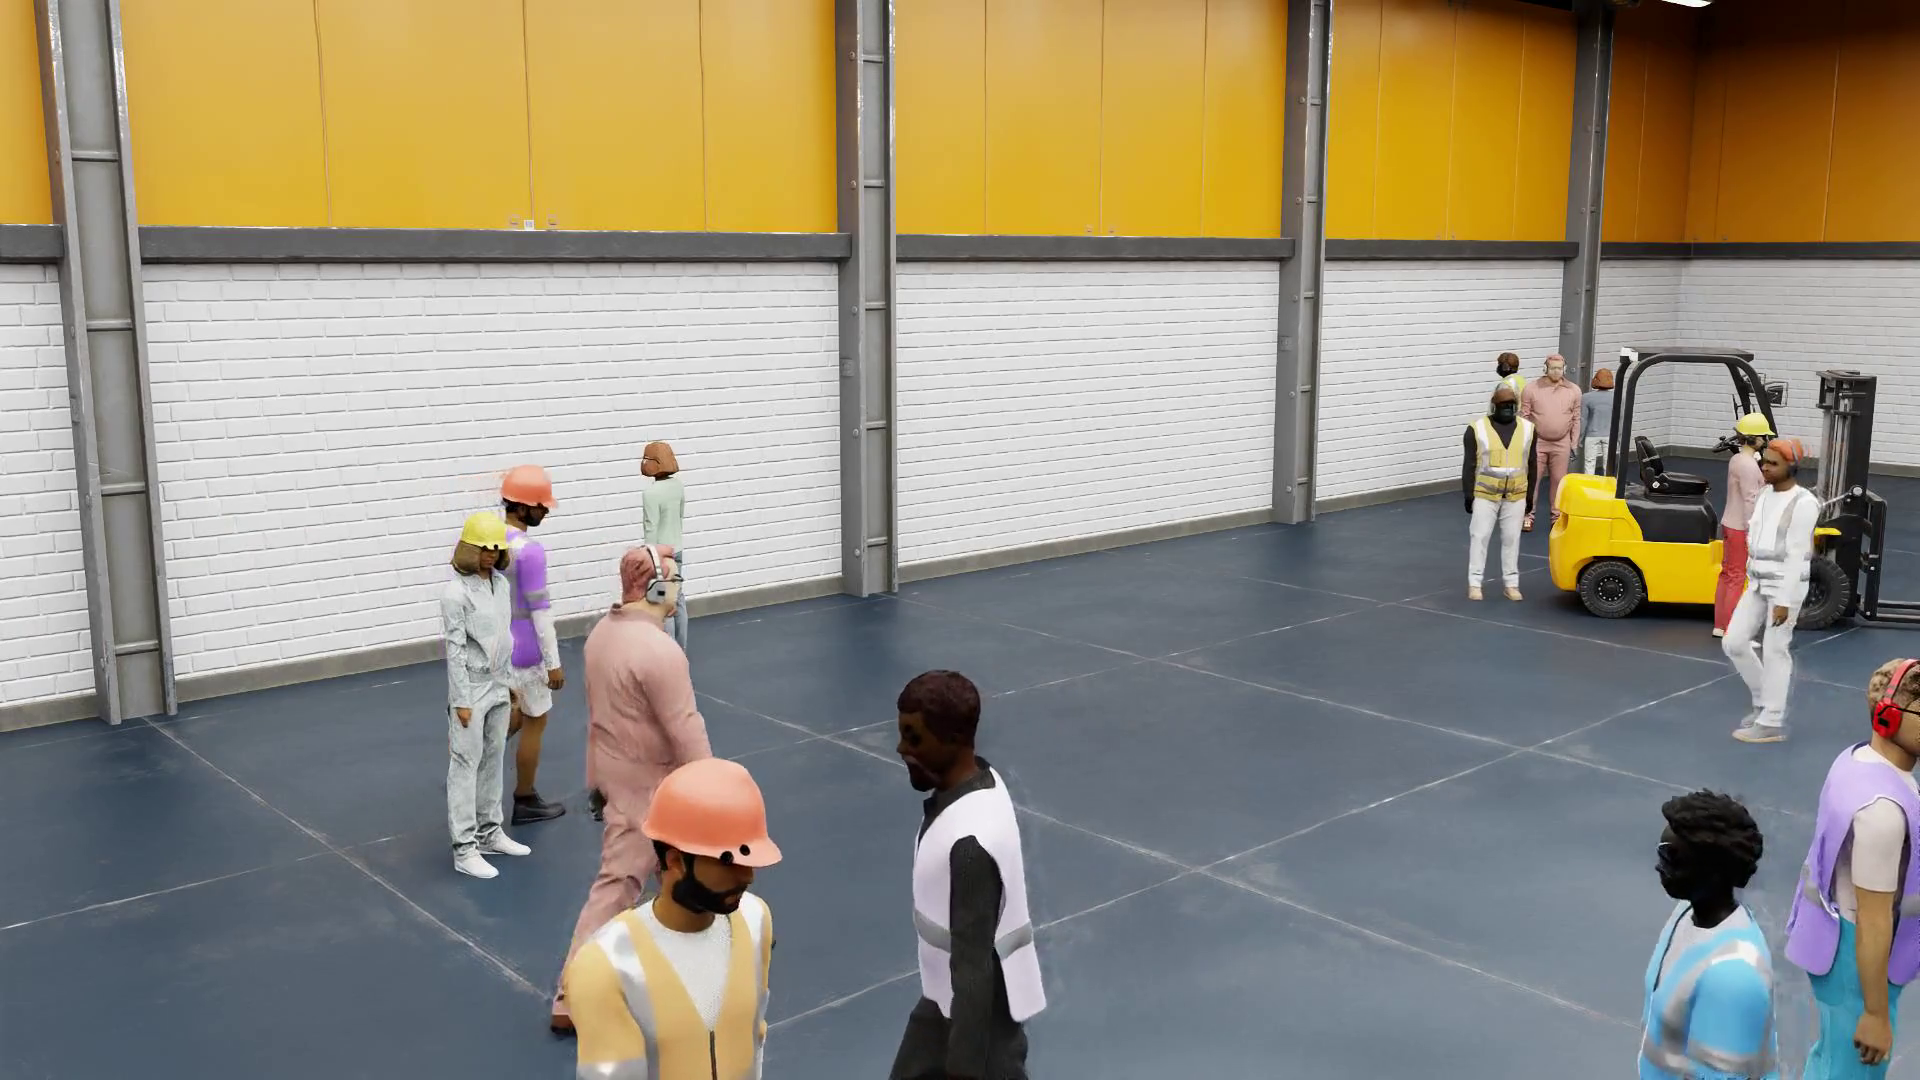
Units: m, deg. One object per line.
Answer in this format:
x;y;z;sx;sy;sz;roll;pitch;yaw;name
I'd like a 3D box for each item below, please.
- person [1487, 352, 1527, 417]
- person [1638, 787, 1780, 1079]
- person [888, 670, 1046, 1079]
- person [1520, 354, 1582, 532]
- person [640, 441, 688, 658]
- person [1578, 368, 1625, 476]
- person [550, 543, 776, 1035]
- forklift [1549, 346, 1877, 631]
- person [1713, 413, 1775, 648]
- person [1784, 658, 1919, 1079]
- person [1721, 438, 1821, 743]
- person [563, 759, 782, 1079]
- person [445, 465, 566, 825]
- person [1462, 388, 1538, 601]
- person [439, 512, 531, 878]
6.282;-1.235;19.155;0.430;1.844;0.624;6;12;33;person
1.738;1.421;4.044;0.546;1.675;0.549;2;10;12;person
0.076;1.251;4.555;0.975;1.869;0.613;-1;10;-3;person
6.286;-1.027;17.739;0.643;1.910;0.411;1;10;7;person
-2.125;0.112;11.864;0.280;1.636;0.500;3;10;17;person
7.504;-1.190;19.488;0.507;1.635;0.272;3;10;16;person
-1.173;0.938;6.415;1.013;1.852;0.659;-5;11;-28;person
6.109;-0.478;13.691;2.313;2.155;1.214;3;10;16;forklift
5.946;-0.080;12.612;0.314;1.769;0.523;2;10;11;person
2.555;1.228;4.728;0.393;1.842;0.564;4;11;24;person
4.880;0.314;10.027;0.421;1.868;0.577;-2;10;-9;person
-0.549;1.403;3.574;0.557;1.875;1.018;-9;13;-41;person
-2.284;0.563;8.469;0.522;1.902;0.564;-9;13;-42;person
4.605;-0.385;14.220;0.627;1.836;0.430;0;10;2;person
-2.270;0.726;7.975;0.312;1.738;0.483;3;10;17;person
